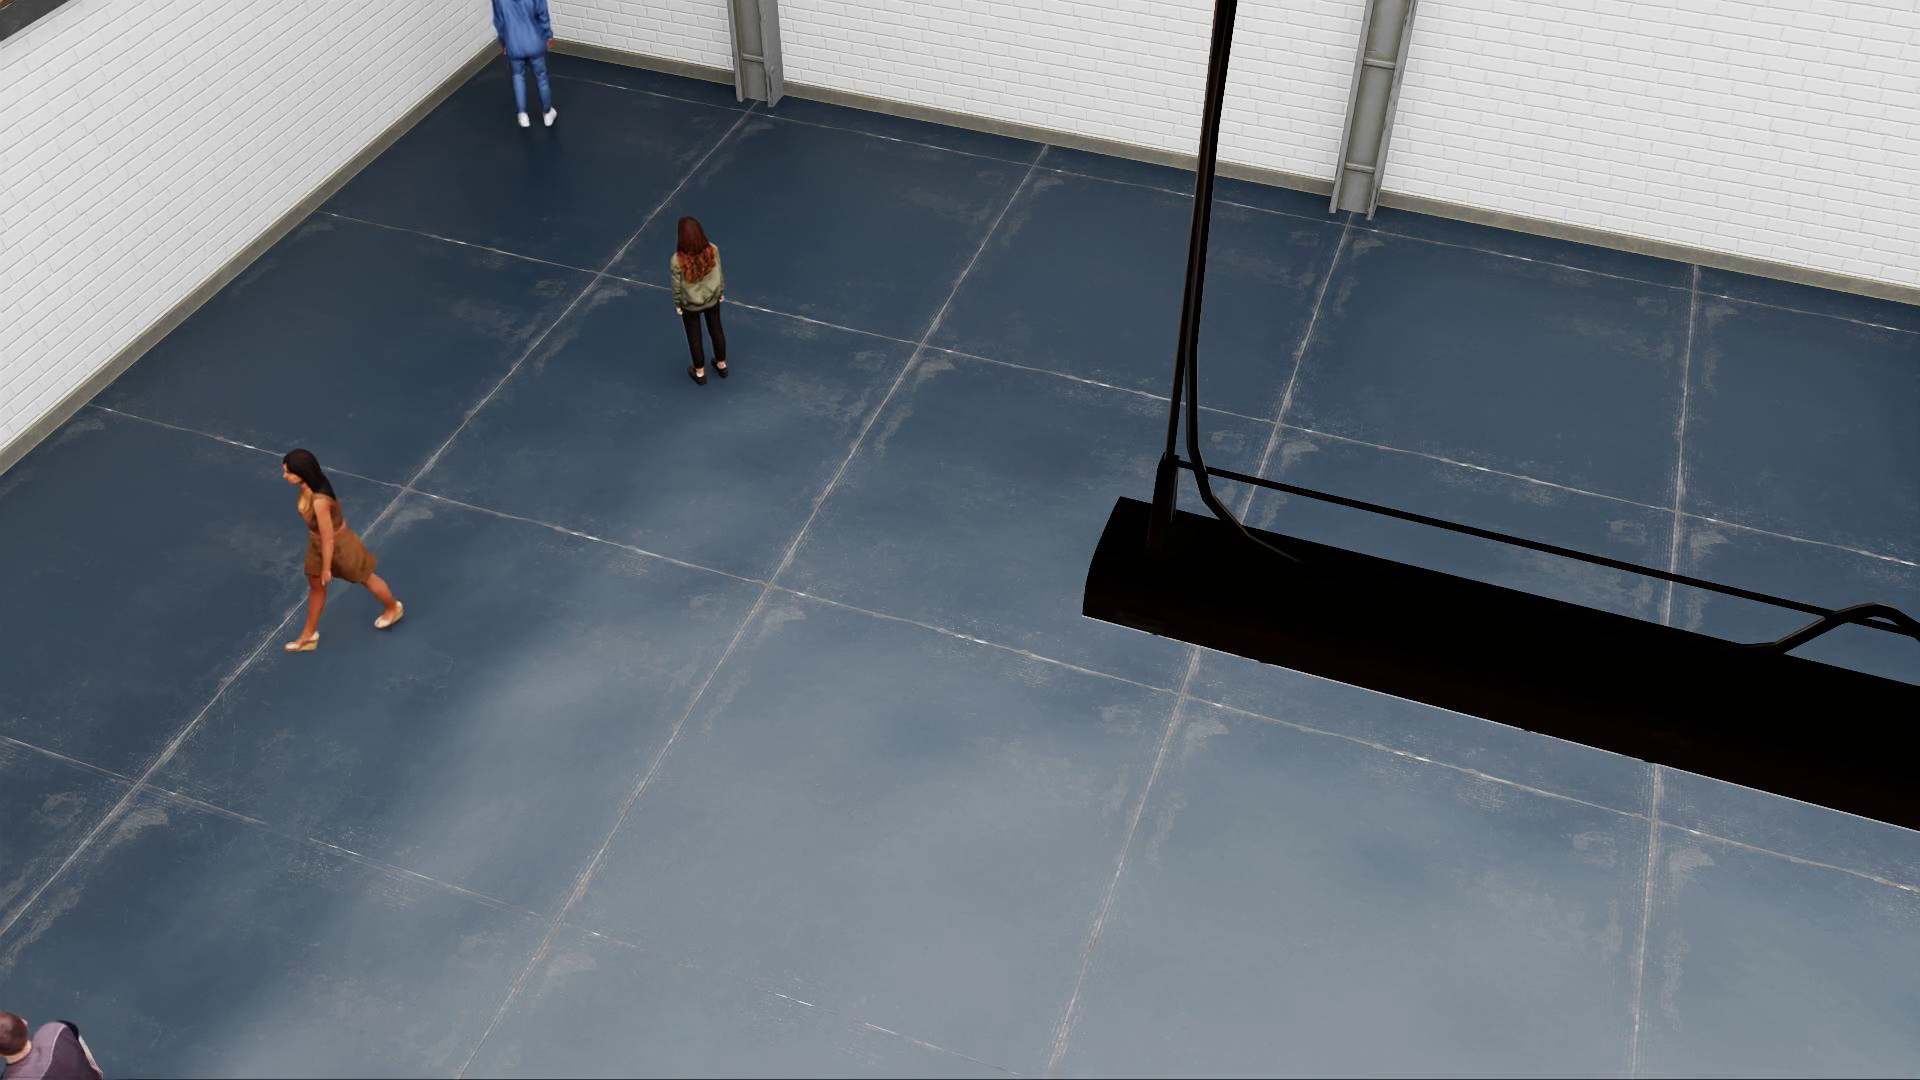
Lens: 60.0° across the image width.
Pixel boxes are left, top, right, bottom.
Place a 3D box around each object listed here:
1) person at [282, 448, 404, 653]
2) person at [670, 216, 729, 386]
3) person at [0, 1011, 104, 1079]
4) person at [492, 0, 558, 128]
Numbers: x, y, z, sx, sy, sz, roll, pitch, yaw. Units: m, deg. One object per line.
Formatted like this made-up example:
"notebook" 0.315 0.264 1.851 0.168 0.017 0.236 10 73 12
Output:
"person" -3.991 0.033 10.870 0.986 1.652 1.048 -28 50 -26
"person" -2.027 -1.881 13.007 0.643 1.476 0.696 -19 47 -19
"person" -4.107 2.790 7.875 1.189 1.792 0.701 13 45 13
"person" -4.123 -4.717 15.747 0.758 1.802 0.856 -1 44 -1
